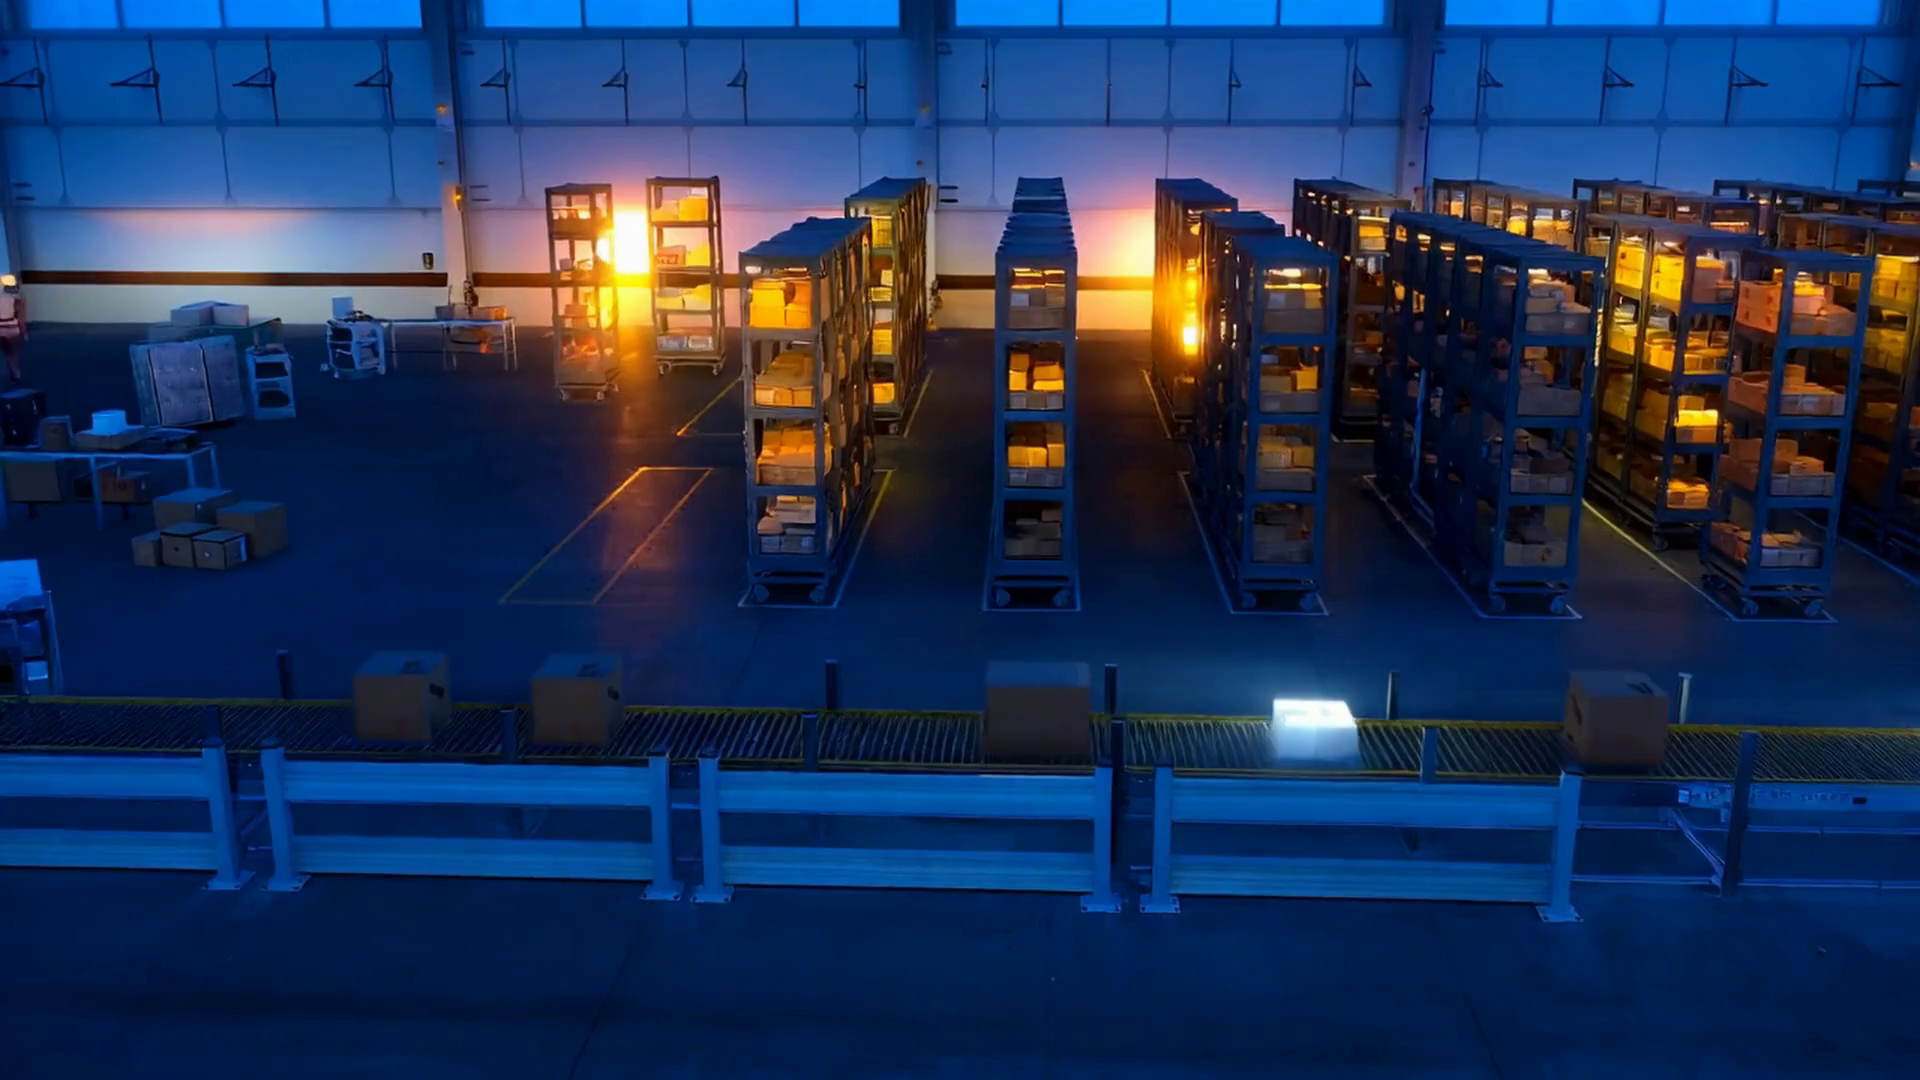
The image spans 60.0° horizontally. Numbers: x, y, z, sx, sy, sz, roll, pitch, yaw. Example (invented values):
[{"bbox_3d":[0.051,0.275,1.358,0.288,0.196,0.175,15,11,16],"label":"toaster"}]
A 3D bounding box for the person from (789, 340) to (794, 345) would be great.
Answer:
[{"bbox_3d":[-2.839,-3.559,29.268,0.588,1.837,0.404,13,20,40],"label":"person"}]

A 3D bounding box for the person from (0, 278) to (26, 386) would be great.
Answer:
[{"bbox_3d":[-17.038,-3.720,29.729,0.939,1.916,0.616,13,20,39],"label":"person"}]
